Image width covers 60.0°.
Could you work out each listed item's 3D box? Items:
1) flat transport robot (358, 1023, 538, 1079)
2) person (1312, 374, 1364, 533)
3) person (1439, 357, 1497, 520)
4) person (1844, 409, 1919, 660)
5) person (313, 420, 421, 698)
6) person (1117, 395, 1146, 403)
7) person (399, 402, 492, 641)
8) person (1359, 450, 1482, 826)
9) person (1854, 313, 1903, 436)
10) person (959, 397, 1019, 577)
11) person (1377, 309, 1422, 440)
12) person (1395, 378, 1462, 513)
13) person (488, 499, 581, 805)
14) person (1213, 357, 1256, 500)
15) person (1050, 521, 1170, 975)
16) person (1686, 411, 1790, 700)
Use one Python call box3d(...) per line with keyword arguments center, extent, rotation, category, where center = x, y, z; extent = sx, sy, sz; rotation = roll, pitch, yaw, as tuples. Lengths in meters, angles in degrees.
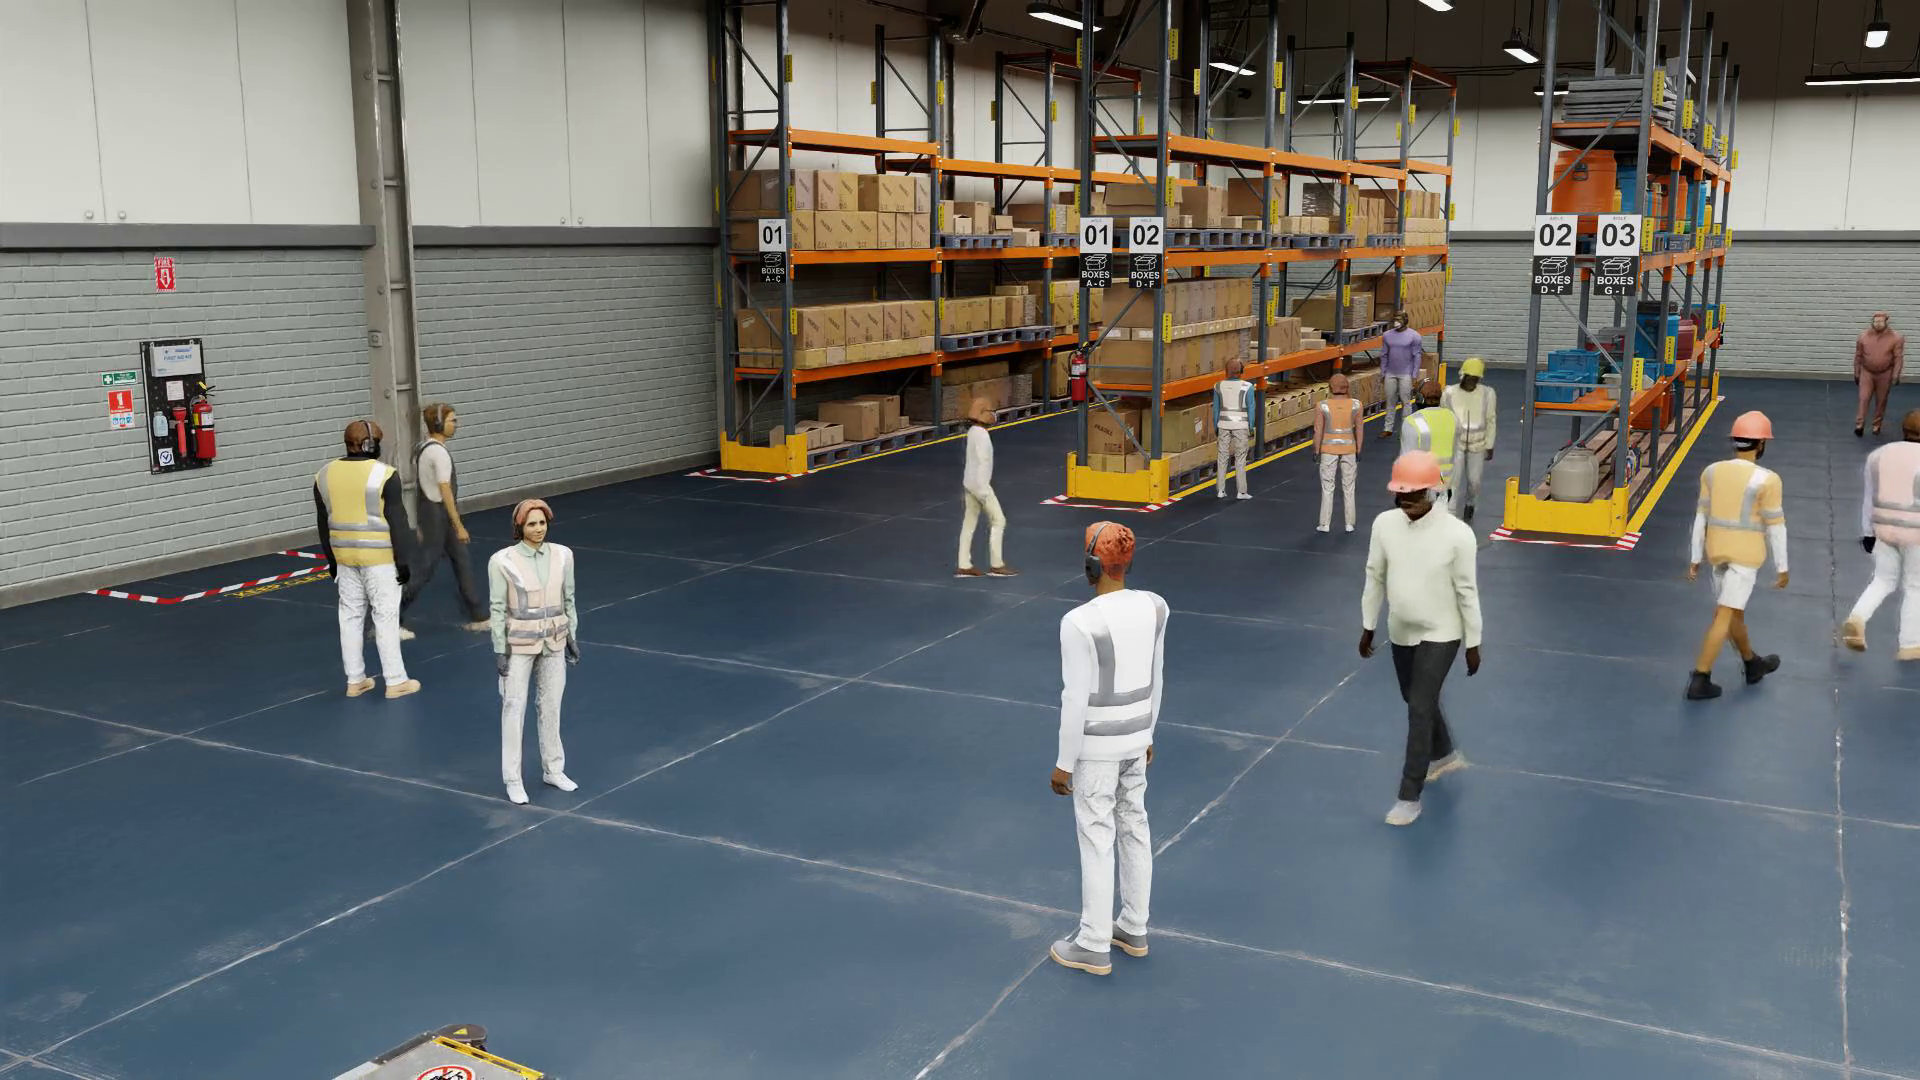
box3d(center=(-1.915, 1.953, 5.269), extent=(0.652, 0.197, 1.431), rotation=(6, 12, 32), category="flat transport robot")
box3d(center=(3.855, -0.879, 16.974), extent=(0.514, 1.640, 0.310), rotation=(0, 10, 2), category="person")
box3d(center=(5.279, -1.024, 17.361), extent=(0.596, 1.797, 0.775), rotation=(2, 11, 13), category="person")
box3d(center=(6.699, -0.028, 11.830), extent=(0.640, 1.823, 0.632), rotation=(-5, 12, -26), category="person")
box3d(center=(-3.891, 0.130, 10.940), extent=(0.624, 1.838, 0.430), rotation=(3, 11, 14), category="person")
box3d(center=(2.432, -2.062, 23.204), extent=(0.668, 1.718, 0.382), rotation=(-6, 12, -31), category="person")
box3d(center=(-3.956, -0.134, 12.501), extent=(0.966, 1.806, 0.510), rotation=(-4, 11, -20), category="person")
box3d(center=(2.499, 0.465, 8.852), extent=(0.920, 1.949, 0.656), rotation=(-9, 14, -42), category="person")
box3d(center=(13.898, -2.498, 25.215), extent=(0.653, 1.853, 0.980), rotation=(6, 12, 31), category="person")
box3d(center=(0.275, -0.463, 14.750), extent=(0.645, 1.607, 0.531), rotation=(-2, 11, -12), category="person")
box3d(center=(6.549, -2.457, 24.768), extent=(0.628, 1.939, 0.374), rotation=(9, 14, 41), category="person")
box3d(center=(3.925, -0.447, 14.068), extent=(0.631, 1.842, 0.428), rotation=(-6, 12, -29), category="person")
box3d(center=(-2.293, 0.586, 8.984), extent=(0.515, 1.642, 0.314), rotation=(-9, 14, -42), category="person")
box3d(center=(3.147, -1.276, 19.128), extent=(0.513, 1.645, 0.307), rotation=(6, 12, 30), category="person")
box3d(center=(0.607, 0.852, 6.876), extent=(0.576, 1.882, 0.355), rotation=(-10, 14, -42), category="person")
box3d(center=(5.183, 0.097, 10.974), extent=(0.978, 1.882, 0.572), rotation=(-5, 12, -27), category="person")
